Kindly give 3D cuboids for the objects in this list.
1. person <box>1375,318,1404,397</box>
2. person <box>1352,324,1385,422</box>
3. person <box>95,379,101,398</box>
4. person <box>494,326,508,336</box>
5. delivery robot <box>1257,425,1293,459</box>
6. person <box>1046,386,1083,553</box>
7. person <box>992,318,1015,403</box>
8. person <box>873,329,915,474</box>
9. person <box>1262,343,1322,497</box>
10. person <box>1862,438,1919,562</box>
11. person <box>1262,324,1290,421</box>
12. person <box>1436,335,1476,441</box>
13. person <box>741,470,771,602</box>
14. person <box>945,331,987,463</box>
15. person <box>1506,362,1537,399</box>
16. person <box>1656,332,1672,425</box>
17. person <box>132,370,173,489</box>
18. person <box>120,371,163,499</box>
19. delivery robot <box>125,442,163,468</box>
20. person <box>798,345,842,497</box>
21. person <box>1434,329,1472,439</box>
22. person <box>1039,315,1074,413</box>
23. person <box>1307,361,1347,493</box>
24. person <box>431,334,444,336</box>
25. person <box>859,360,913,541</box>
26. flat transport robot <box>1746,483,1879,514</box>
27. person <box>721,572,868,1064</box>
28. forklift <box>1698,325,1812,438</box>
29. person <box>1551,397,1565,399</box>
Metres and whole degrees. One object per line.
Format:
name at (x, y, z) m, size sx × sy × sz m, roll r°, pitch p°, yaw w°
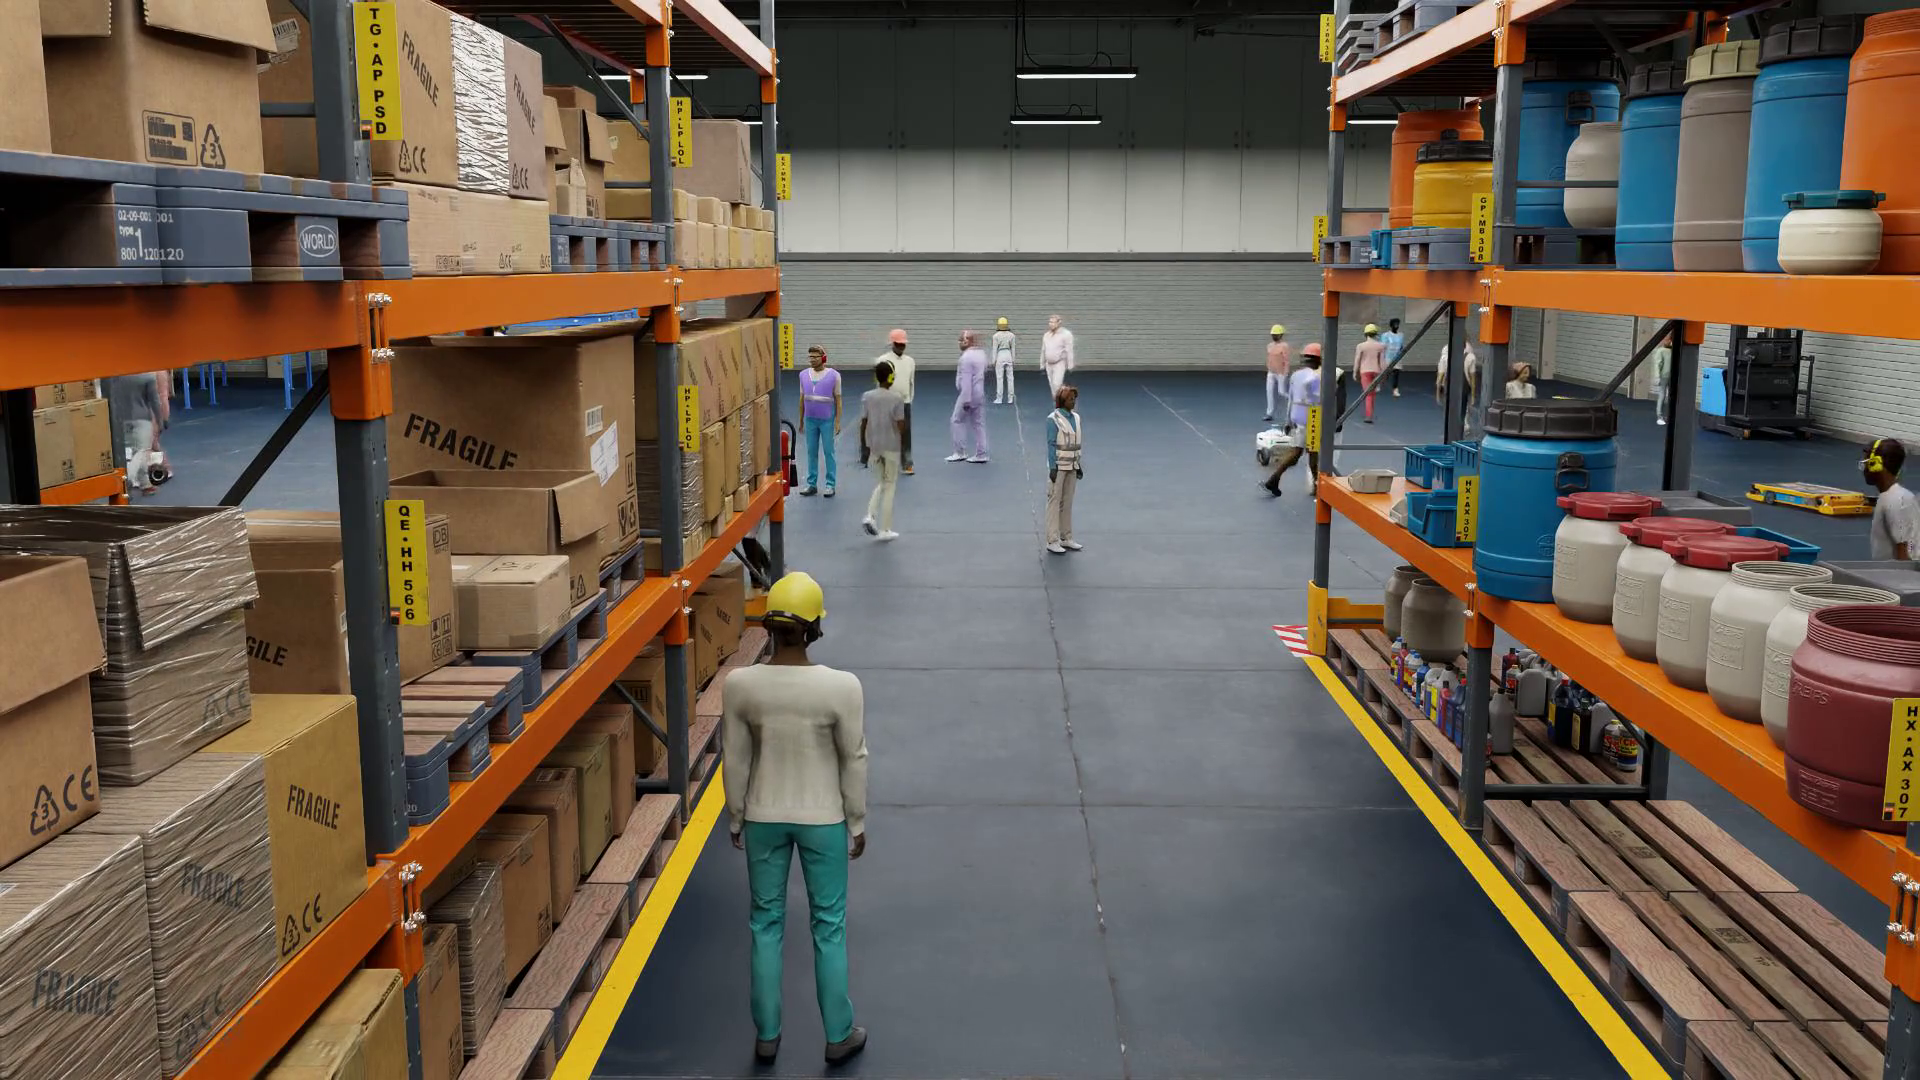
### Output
person at (9.208, -3.919, 35.589) m, size 0.540 × 1.684 × 0.635 m, roll -3°, pitch 10°, yaw -19°
person at (7.311, -3.005, 29.921) m, size 0.547 × 1.733 × 0.800 m, roll -2°, pitch 10°, yaw -11°
person at (-12.183, -2.003, 23.439) m, size 0.906 × 1.902 × 0.577 m, roll 3°, pitch 10°, yaw 20°
person at (-8.615, -3.252, 31.216) m, size 0.544 × 1.822 × 0.994 m, roll 1°, pitch 10°, yaw 8°
delivery robot at (4.487, -1.399, 23.713) m, size 0.477 × 0.478 × 0.707 m, roll -1°, pitch 10°, yaw -6°
person at (1.032, -0.705, 16.461) m, size 0.311 × 1.642 × 0.514 m, roll 7°, pitch 12°, yaw 37°
person at (0.878, -3.648, 33.813) m, size 0.484 × 1.735 × 0.309 m, roll -3°, pitch 10°, yaw -19°
person at (-0.907, -1.905, 22.706) m, size 0.610 × 1.969 × 0.922 m, roll -5°, pitch 11°, yaw -26°
person at (4.159, -1.468, 20.349) m, size 0.982 × 1.878 × 0.574 m, roll -3°, pitch 10°, yaw -15°
person at (5.451, 0.323, 9.756) m, size 0.821 × 1.822 × 0.537 m, roll 8°, pitch 12°, yaw 40°
person at (5.823, -3.056, 30.261) m, size 0.706 × 1.743 × 0.522 m, roll -8°, pitch 12°, yaw -39°
person at (7.287, -2.137, 24.496) m, size 0.536 × 1.818 × 0.684 m, roll 2°, pitch 10°, yaw 11°
person at (-1.761, -0.307, 13.950) m, size 0.358 × 1.684 × 0.544 m, roll 3°, pitch 10°, yaw 17°
person at (0.063, -2.038, 23.732) m, size 0.728 × 1.880 × 0.681 m, roll 4°, pitch 10°, yaw 22°
person at (6.926, -1.374, 20.495) m, size 0.545 × 1.617 × 0.524 m, roll -5°, pitch 11°, yaw -27°
person at (12.516, -2.849, 29.352) m, size 0.509 × 1.627 × 0.303 m, roll -2°, pitch 10°, yaw -14°
person at (-10.480, -1.617, 21.293) m, size 0.646 × 1.860 × 0.971 m, roll 5°, pitch 10°, yaw 25°
person at (-10.002, -1.447, 20.121) m, size 0.640 × 1.911 × 0.904 m, roll 0°, pitch 9°, yaw 3°
delivery robot at (-10.680, -1.015, 21.415) m, size 0.477 × 0.478 × 0.707 m, roll 9°, pitch 13°, yaw 43°
person at (-1.710, -1.465, 20.406) m, size 0.571 × 1.843 × 0.373 m, roll 4°, pitch 10°, yaw 22°
person at (7.951, -2.522, 26.822) m, size 0.626 × 1.821 × 0.460 m, roll -8°, pitch 12°, yaw -40°
person at (1.715, -3.199, 30.647) m, size 0.685 × 1.886 × 0.629 m, roll 9°, pitch 13°, yaw 42°
person at (4.561, -1.498, 20.817) m, size 0.638 × 1.774 × 0.932 m, roll 6°, pitch 11°, yaw 32°
person at (-7.935, -2.344, 25.606) m, size 1.033 × 1.879 × 0.646 m, roll 0°, pitch 9°, yaw -2°
person at (-0.738, -0.922, 17.123) m, size 0.519 × 1.855 × 0.395 m, roll 6°, pitch 11°, yaw 33°
flat transport robot at (9.979, -0.503, 19.474) m, size 0.652 × 0.197 × 1.431 m, roll -2°, pitch 10°, yaw -13°
person at (-0.583, 0.991, 5.931) m, size 0.526 × 1.769 × 0.328 m, roll 2°, pitch 10°, yaw 9°
forklift at (13.248, -3.165, 27.620) m, size 1.129 × 2.768 × 1.873 m, roll 0°, pitch 9°, yaw 1°
person at (4.599, -0.227, 13.120) m, size 0.861 × 1.791 × 0.629 m, roll 0°, pitch 9°, yaw 3°
